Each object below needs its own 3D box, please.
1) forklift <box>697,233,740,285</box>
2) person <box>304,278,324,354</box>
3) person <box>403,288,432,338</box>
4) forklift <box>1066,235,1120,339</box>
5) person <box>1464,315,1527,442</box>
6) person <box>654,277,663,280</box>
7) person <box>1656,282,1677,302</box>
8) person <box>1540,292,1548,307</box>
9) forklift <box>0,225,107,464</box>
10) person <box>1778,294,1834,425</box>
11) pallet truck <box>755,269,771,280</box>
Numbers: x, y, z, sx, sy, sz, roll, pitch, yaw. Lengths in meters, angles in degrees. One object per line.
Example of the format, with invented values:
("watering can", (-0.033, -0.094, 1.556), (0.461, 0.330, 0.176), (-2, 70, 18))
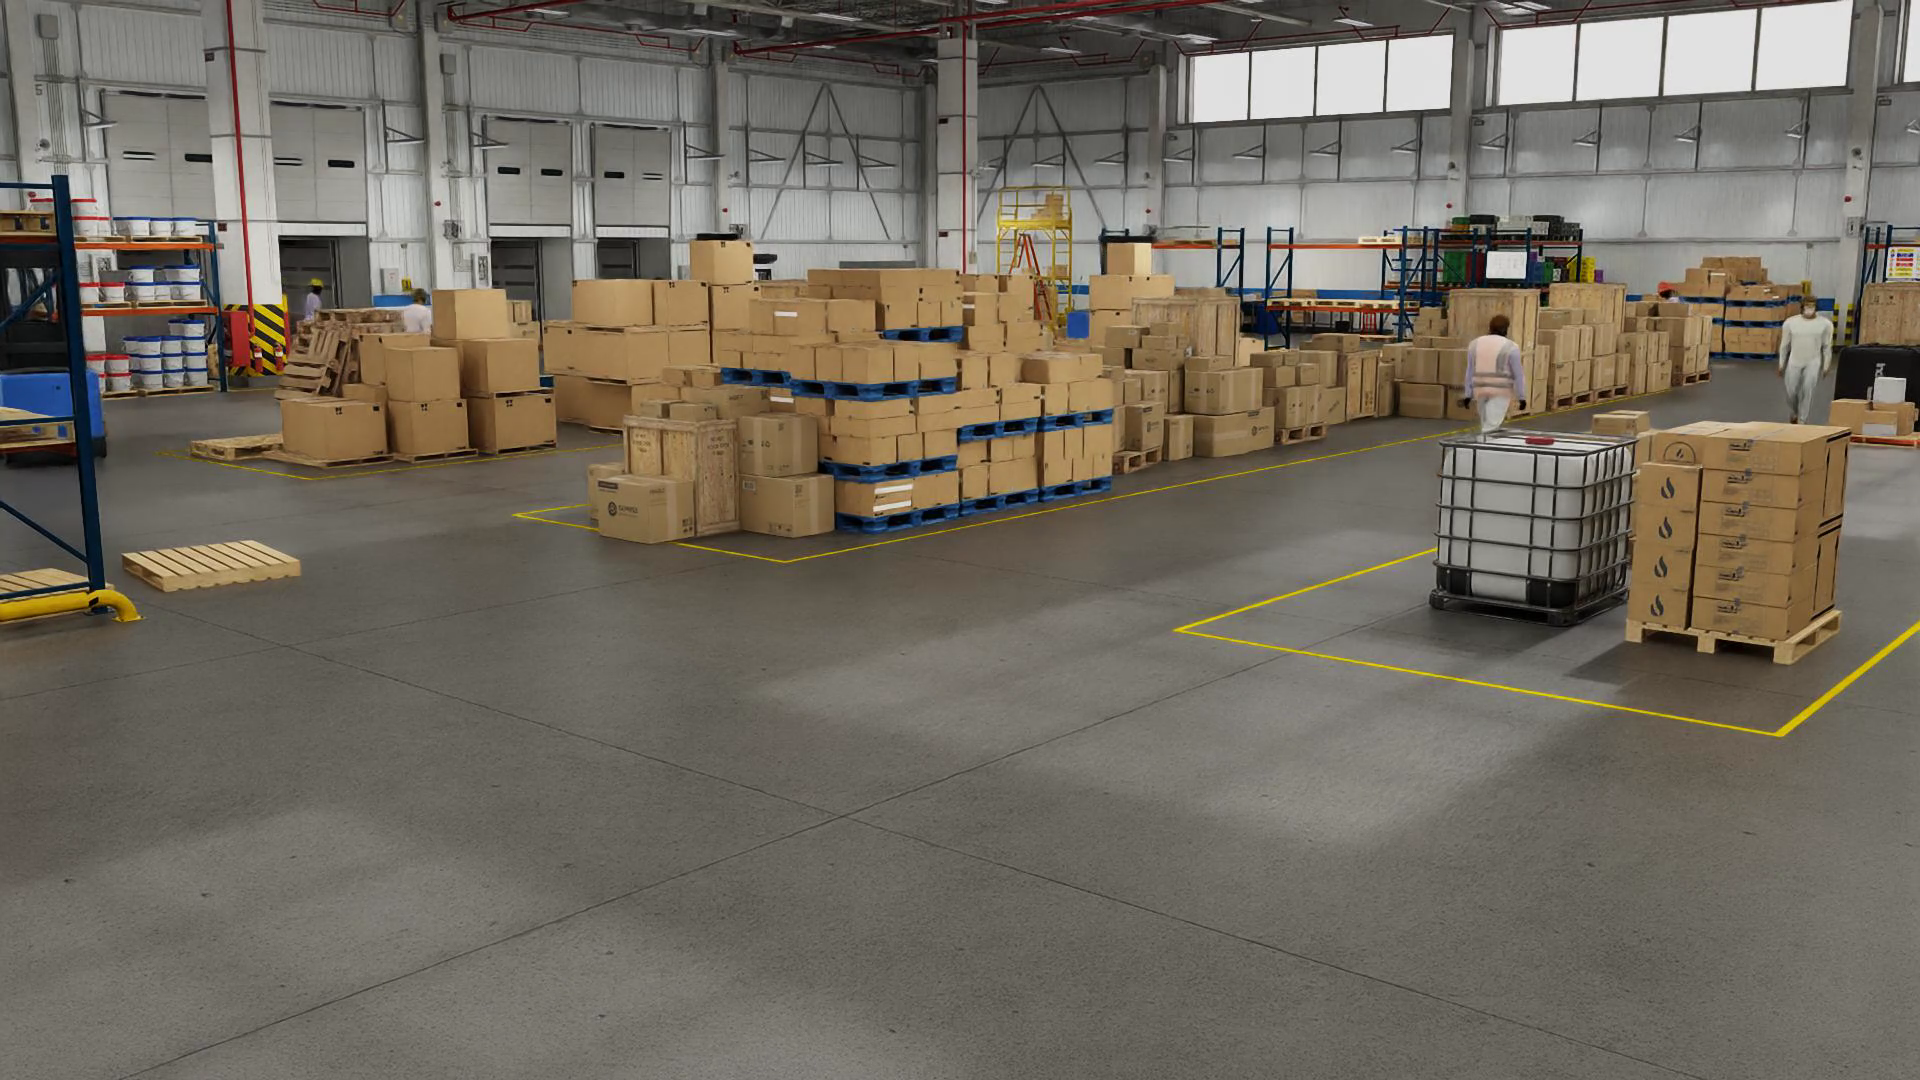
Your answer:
("forklift", (-4.672, -4.559, 32.351), (1.873, 2.768, 1.129), (6, 11, 29))
("person", (-13.998, -4.706, 35.936), (0.617, 1.909, 0.630), (-5, 11, -28))
("person", (-8.581, -3.070, 26.635), (0.646, 1.913, 0.779), (6, 12, 30))
("forklift", (3.440, -5.600, 38.276), (1.873, 2.768, 1.129), (2, 10, 12))
("person", (6.087, -1.630, 18.759), (0.943, 1.794, 0.659), (-8, 13, -40))
("person", (-6.508, -4.725, 36.014), (0.636, 1.930, 0.371), (-4, 11, -23))
("person", (13.977, -4.173, 33.028), (0.945, 1.870, 0.613), (6, 11, 29))
("person", (11.575, -4.134, 33.319), (0.355, 1.685, 0.546), (-7, 12, -36))
("forklift", (-11.165, -2.406, 20.093), (1.129, 2.768, 1.873), (-7, 12, -36))
("person", (11.472, -2.367, 22.582), (0.651, 1.923, 0.432), (6, 12, 31))
("pallet truck", (-4.996, -6.432, 45.525), (1.885, 1.965, 0.823), (-6, 12, -32))
